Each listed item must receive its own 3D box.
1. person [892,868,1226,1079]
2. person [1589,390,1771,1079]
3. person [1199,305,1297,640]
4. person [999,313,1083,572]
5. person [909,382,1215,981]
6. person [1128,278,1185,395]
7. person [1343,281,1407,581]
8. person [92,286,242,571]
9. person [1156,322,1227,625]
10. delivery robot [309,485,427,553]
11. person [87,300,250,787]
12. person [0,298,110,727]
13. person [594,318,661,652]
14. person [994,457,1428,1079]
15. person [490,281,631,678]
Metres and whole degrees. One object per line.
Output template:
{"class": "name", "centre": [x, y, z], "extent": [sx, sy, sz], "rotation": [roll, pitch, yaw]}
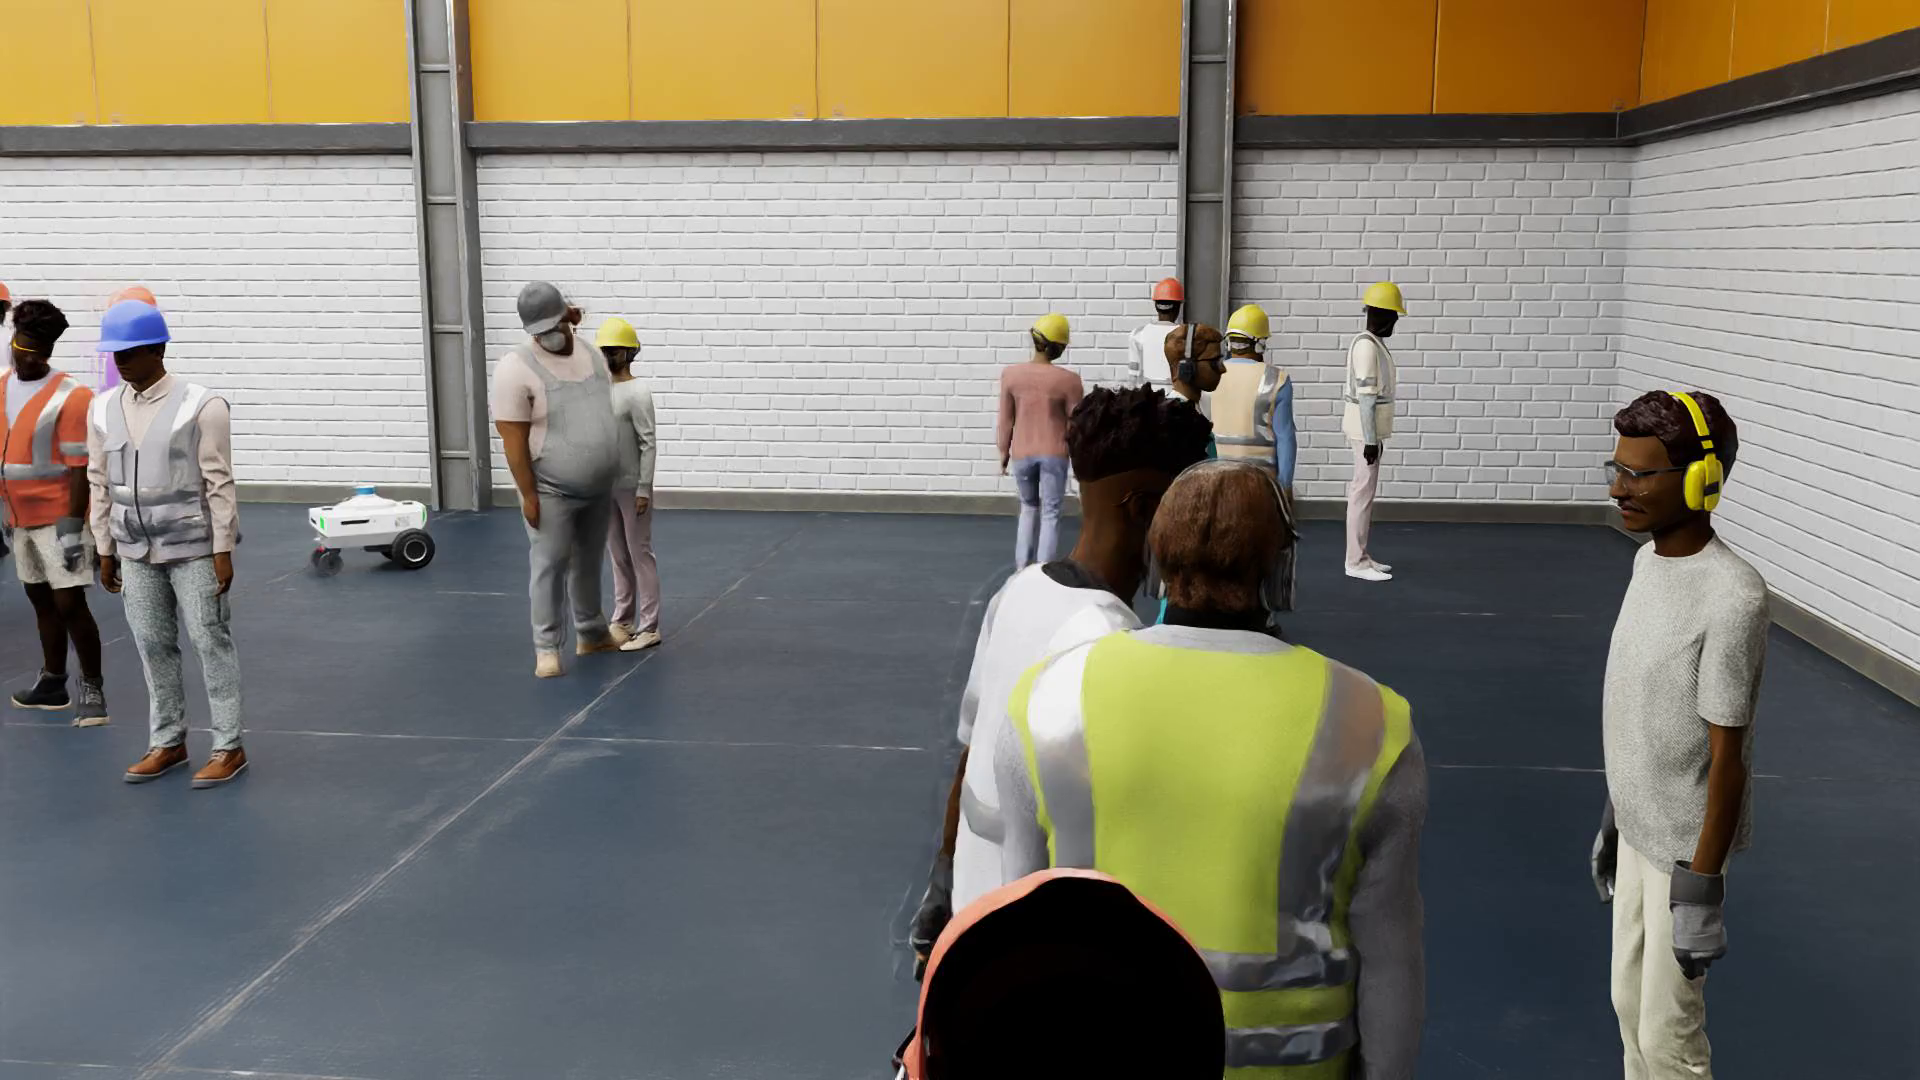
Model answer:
{"class": "person", "centre": [0.054, 1.060, 1.170], "extent": [0.565, 1.748, 0.339], "rotation": [-7, 12, -35]}
{"class": "person", "centre": [1.405, 0.626, 3.359], "extent": [0.333, 1.860, 0.510], "rotation": [1, 10, 3]}
{"class": "person", "centre": [1.535, -0.352, 9.023], "extent": [0.602, 1.830, 0.404], "rotation": [5, 11, 29]}
{"class": "person", "centre": [0.522, -0.524, 10.242], "extent": [0.547, 1.732, 0.450], "rotation": [4, 11, 20]}
{"class": "person", "centre": [0.207, 0.681, 2.915], "extent": [1.015, 1.898, 0.633], "rotation": [-1, 10, -8]}
{"class": "person", "centre": [1.483, -0.931, 12.087], "extent": [0.541, 1.928, 0.408], "rotation": [4, 11, 21]}
{"class": "person", "centre": [2.676, -0.706, 10.788], "extent": [0.370, 1.924, 0.586], "rotation": [3, 10, 15]}
{"class": "person", "centre": [-5.449, -0.745, 11.141], "extent": [1.022, 1.879, 0.564], "rotation": [-9, 13, -41]}
{"class": "person", "centre": [0.897, 0.058, 6.640], "extent": [0.332, 1.844, 0.518], "rotation": [1, 10, 4]}
{"class": "delivery robot", "centre": [-3.942, -0.122, 11.077], "extent": [0.707, 0.478, 0.477], "rotation": [-6, 12, -32]}
{"class": "person", "centre": [-3.151, 0.025, 6.587], "extent": [0.615, 1.937, 0.426], "rotation": [2, 10, 9]}
{"class": "person", "centre": [-4.136, -0.118, 7.454], "extent": [0.770, 1.930, 0.370], "rotation": [5, 11, 27]}
{"class": "person", "centre": [-1.806, -0.296, 8.880], "extent": [0.298, 1.772, 0.533], "rotation": [-8, 13, -40]}
{"class": "person", "centre": [0.364, 0.790, 2.502], "extent": [0.631, 1.833, 0.429], "rotation": [3, 10, 18]}
{"class": "person", "centre": [-1.916, -0.349, 8.407], "extent": [0.535, 2.000, 0.862], "rotation": [6, 12, 32]}
